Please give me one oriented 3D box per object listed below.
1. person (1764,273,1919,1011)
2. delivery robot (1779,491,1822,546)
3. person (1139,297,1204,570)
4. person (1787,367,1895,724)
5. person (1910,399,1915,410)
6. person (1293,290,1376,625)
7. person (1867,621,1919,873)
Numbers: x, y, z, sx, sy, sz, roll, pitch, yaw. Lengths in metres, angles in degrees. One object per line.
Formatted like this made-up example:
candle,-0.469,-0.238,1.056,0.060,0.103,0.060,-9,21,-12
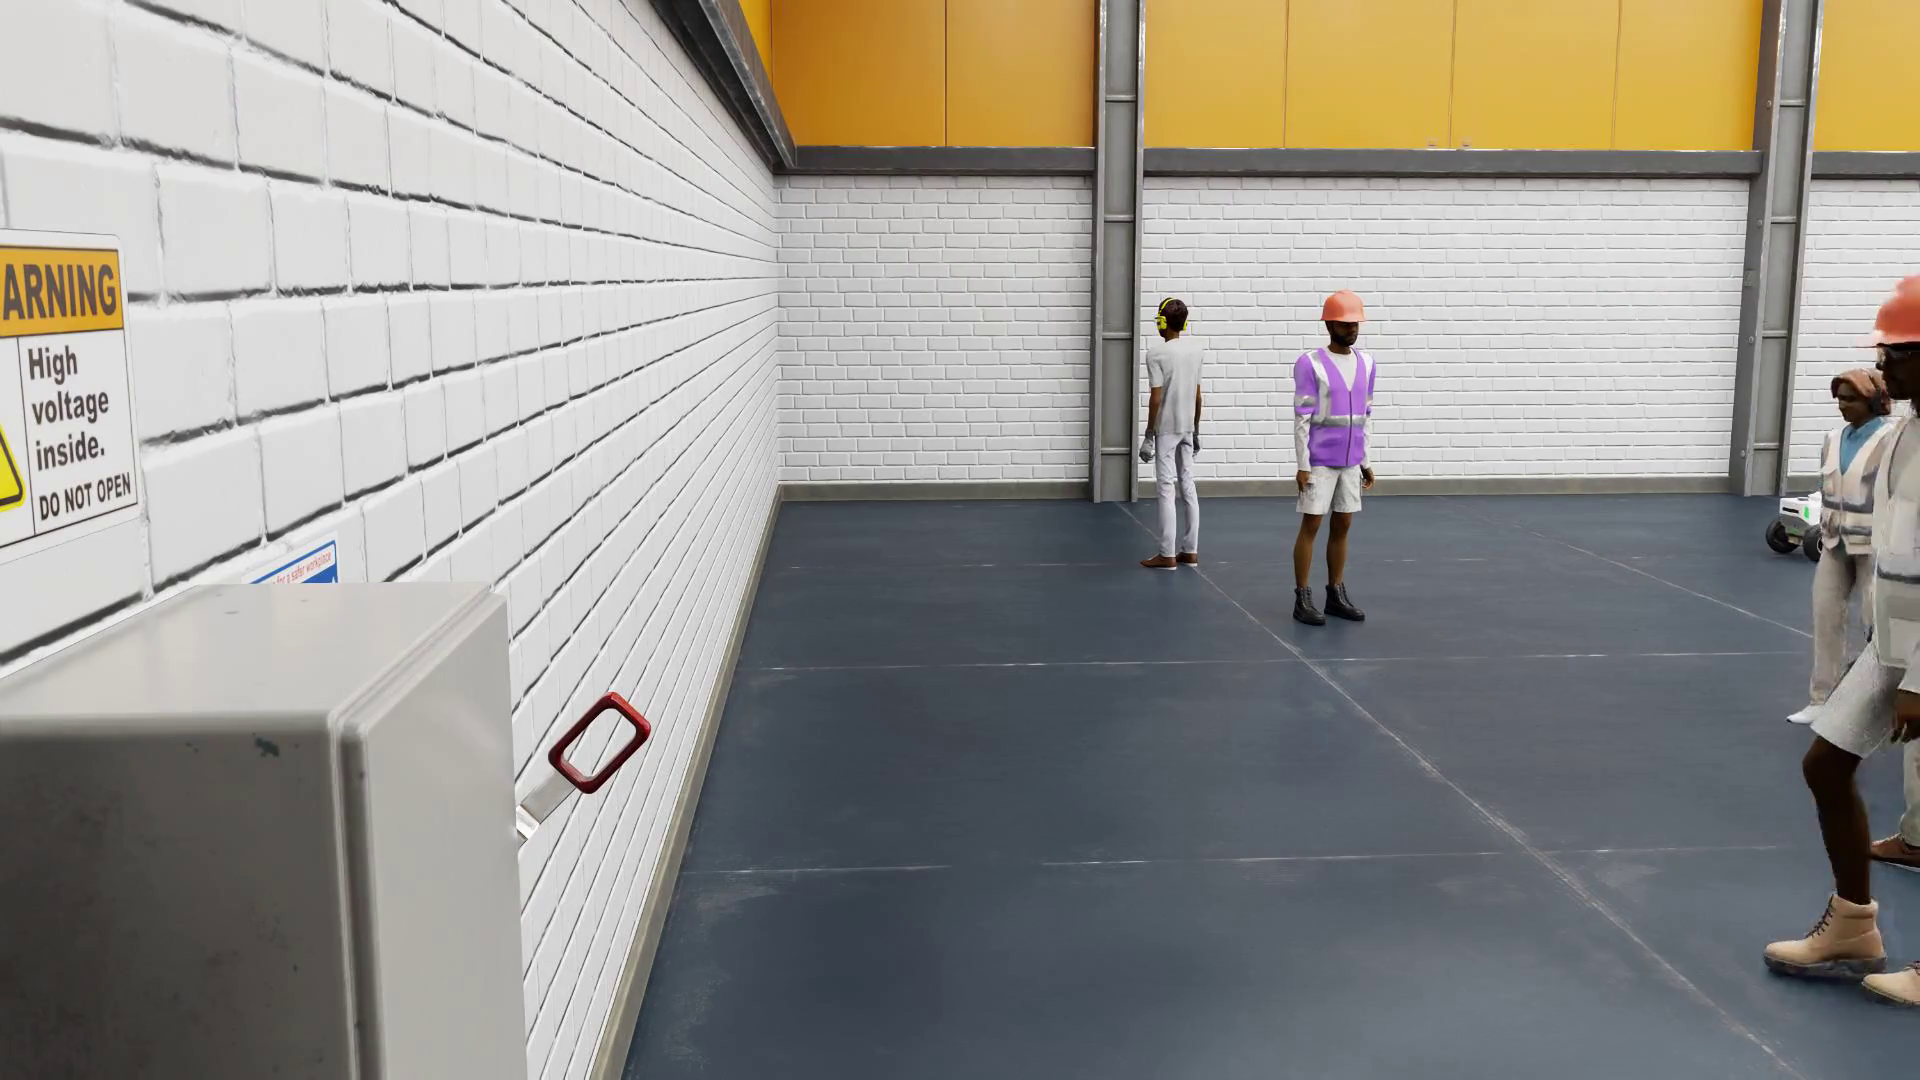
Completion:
person,2.544,0.300,4.512,0.686,2.018,0.625,1,9,5
delivery robot,6.262,-0.190,11.906,0.707,0.478,0.477,-2,9,-9
person,1.449,-0.727,11.456,0.517,1.873,0.334,-6,11,-34
person,4.090,0.037,7.430,0.621,1.619,0.526,-3,9,-17
person,8.708,-1.279,14.728,0.371,1.935,0.627,-6,11,-32
person,2.190,-0.476,9.670,0.547,1.939,0.376,-4,10,-24
person,3.330,0.202,5.647,0.534,1.864,0.309,-3,10,-18
